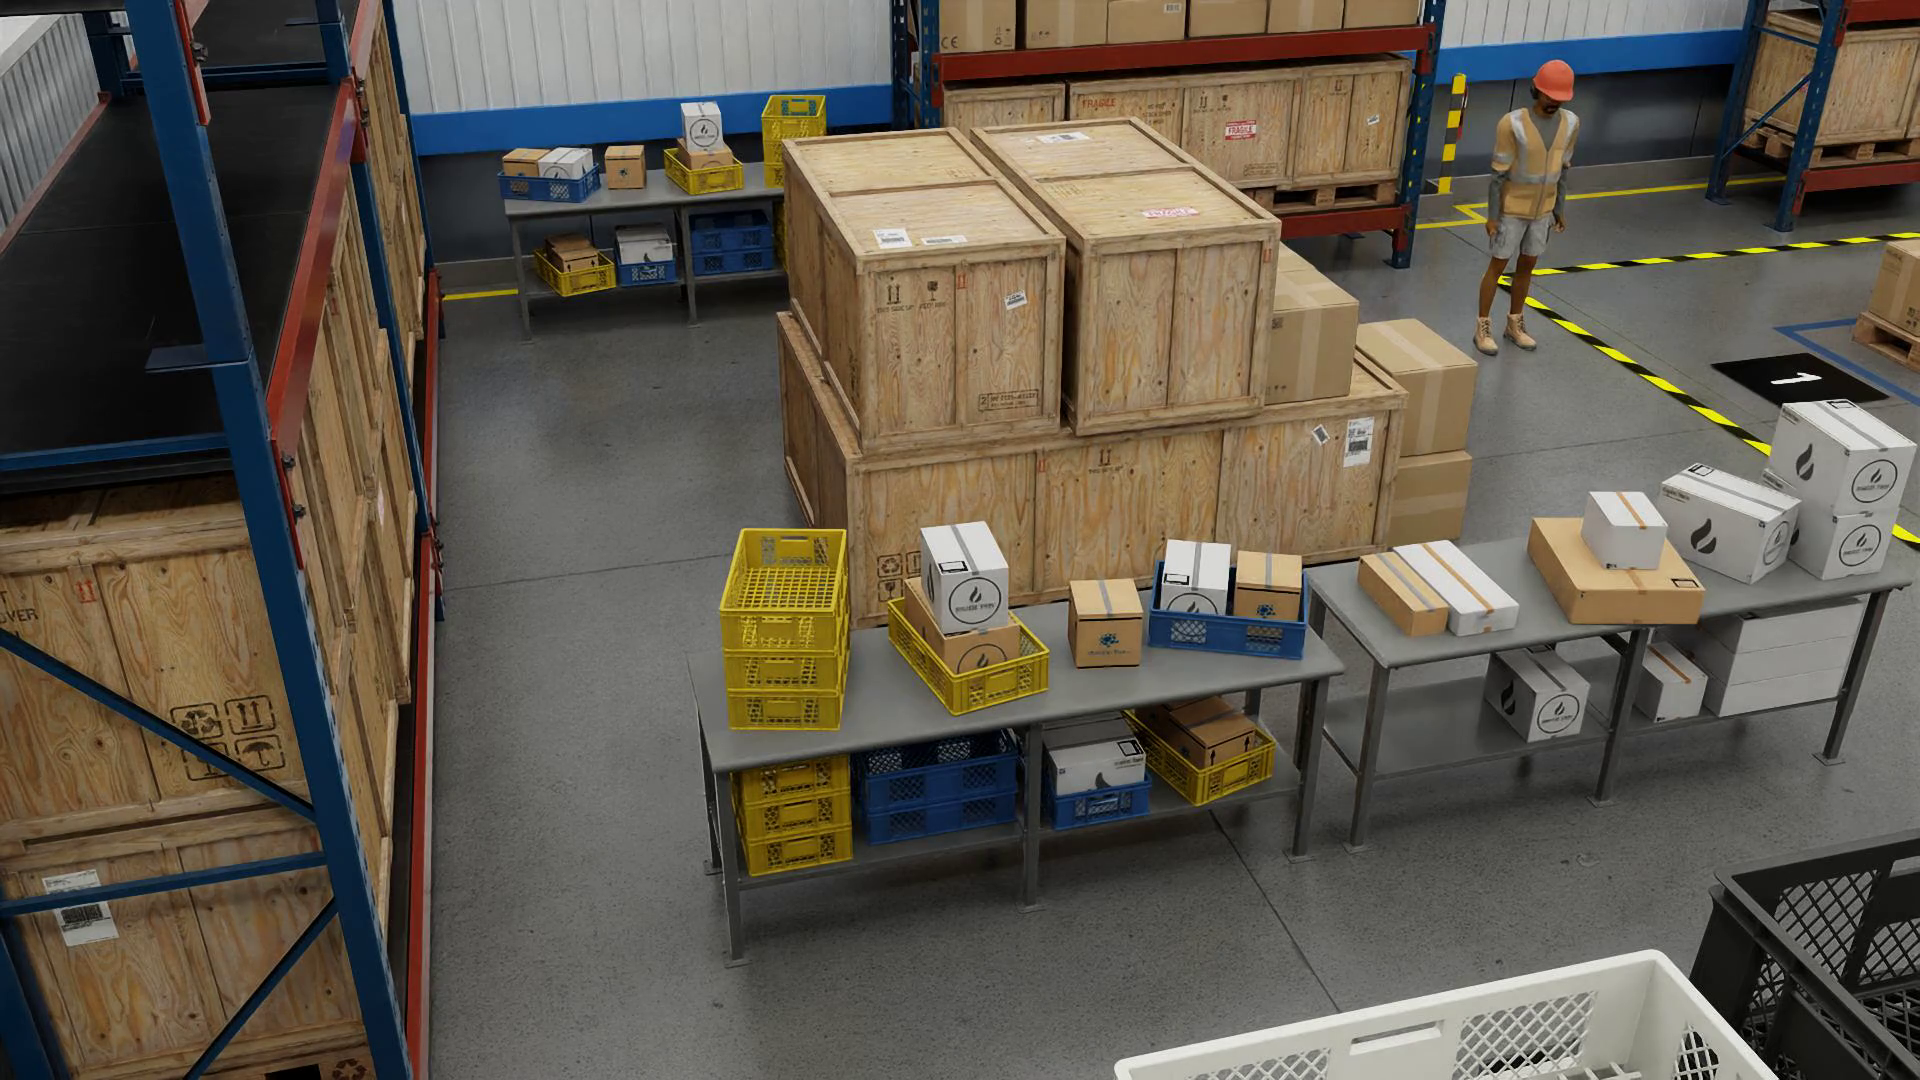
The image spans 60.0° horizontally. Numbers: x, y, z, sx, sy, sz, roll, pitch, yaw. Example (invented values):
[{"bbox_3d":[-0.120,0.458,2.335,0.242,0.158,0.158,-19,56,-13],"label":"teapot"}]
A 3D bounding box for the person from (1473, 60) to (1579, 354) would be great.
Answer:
[{"bbox_3d":[3.898,-2.268,11.406,0.605,2.034,0.389,-7,30,-13],"label":"person"}]
